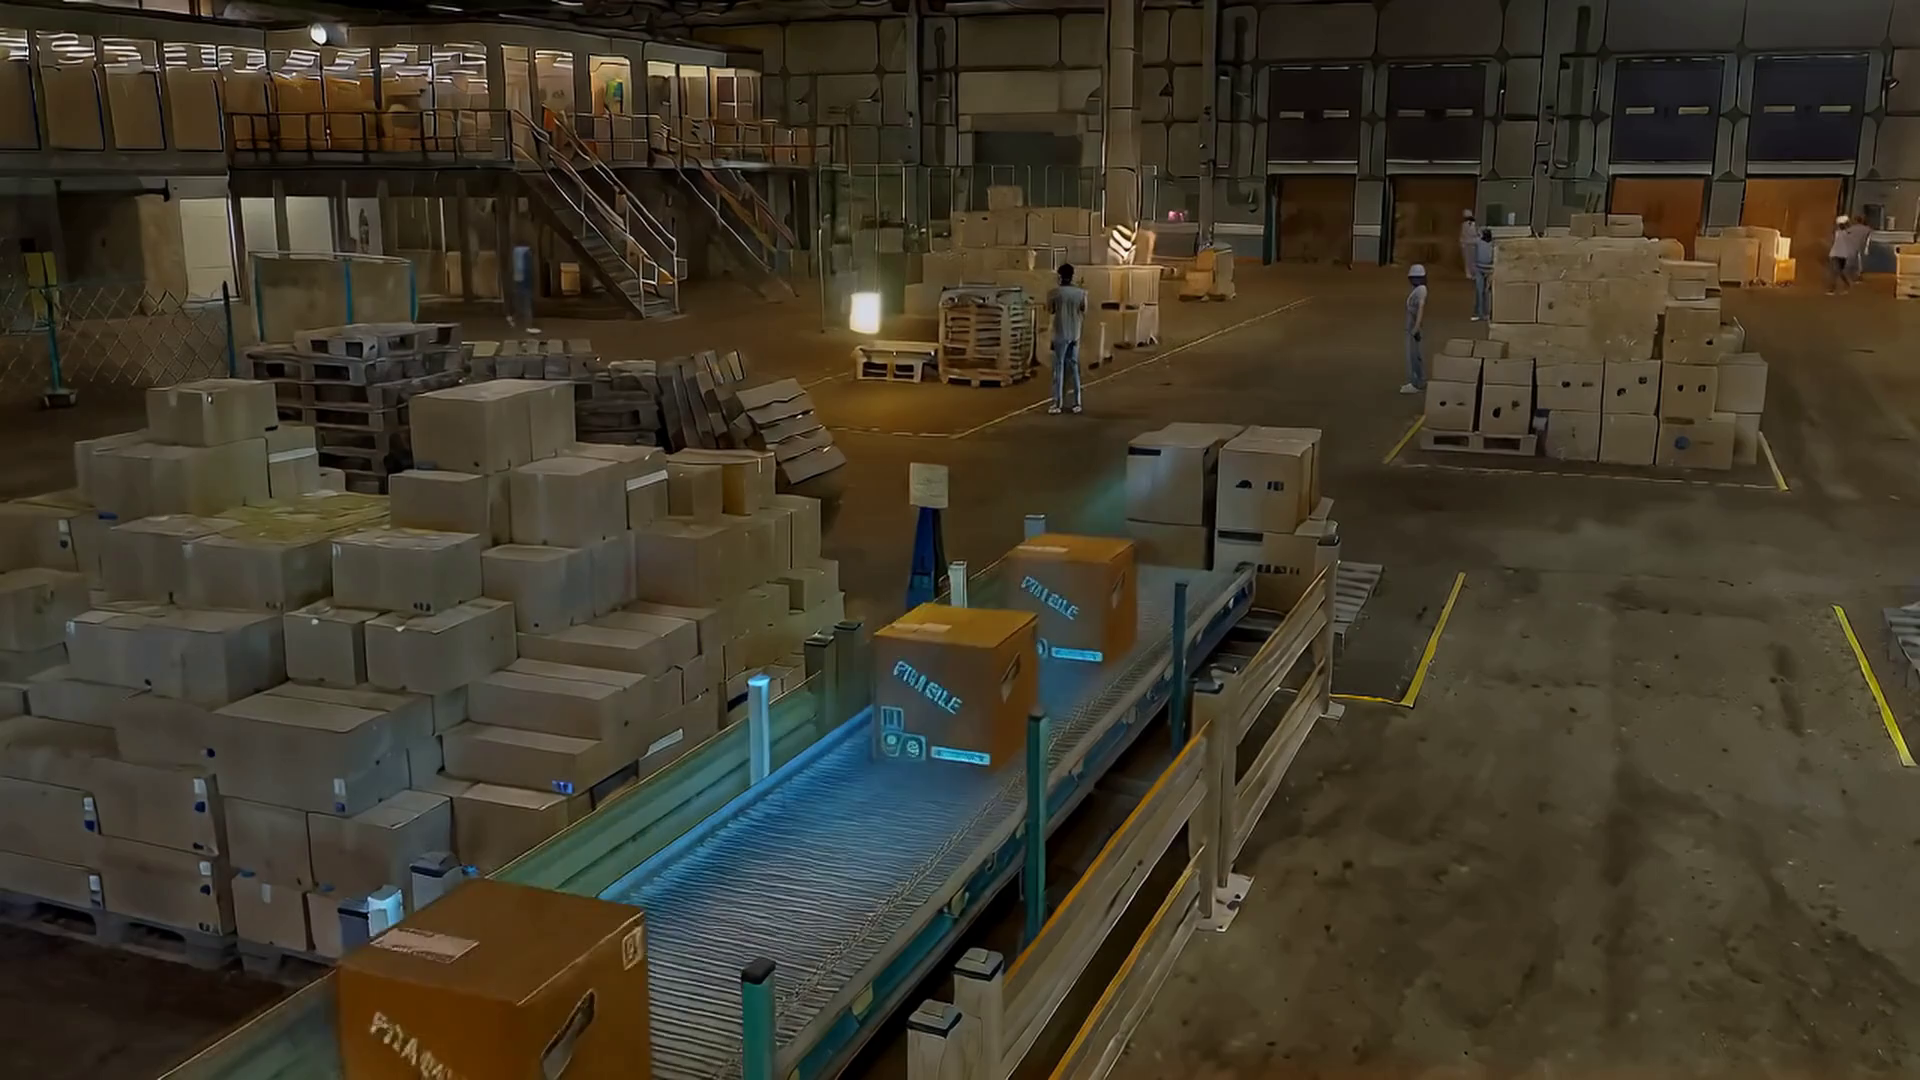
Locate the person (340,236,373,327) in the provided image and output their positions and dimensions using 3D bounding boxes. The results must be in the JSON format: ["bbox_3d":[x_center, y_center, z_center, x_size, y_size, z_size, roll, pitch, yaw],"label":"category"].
[{"bbox_3d":[-10.978,-4.639,30.417,0.906,1.806,0.543,-5,13,-20],"label":"person"}]

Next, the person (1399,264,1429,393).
[{"bbox_3d":[6.193,-2.871,22.638,0.294,1.744,0.485,2,13,7],"label":"person"}]

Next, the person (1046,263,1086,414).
[{"bbox_3d":[1.321,-2.505,20.724,0.519,1.865,0.326,-3,13,-13],"label":"person"}]

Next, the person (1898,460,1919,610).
[{"bbox_3d":[6.668,-0.332,11.100,0.500,1.817,0.592,5,14,22],"label":"person"}]

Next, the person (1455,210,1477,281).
[{"bbox_3d":[13.806,-8.052,45.462,0.668,1.917,0.629,11,16,40],"label":"person"}]

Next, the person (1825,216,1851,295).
[{"bbox_3d":[21.144,-6.829,40.010,0.480,1.913,0.602,-2,13,-9],"label":"person"}]

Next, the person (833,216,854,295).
[{"bbox_3d":[-2.819,-6.863,40.176,0.541,1.912,0.594,0,13,1],"label":"person"}]

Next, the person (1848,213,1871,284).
[{"bbox_3d":[23.815,-7.712,44.080,0.516,1.865,0.325,7,15,30],"label":"person"}]

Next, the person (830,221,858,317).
[{"bbox_3d":[-2.393,-5.641,34.547,0.617,1.968,0.677,3,13,12],"label":"person"}]

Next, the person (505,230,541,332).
[{"bbox_3d":[-8.173,-4.822,31.012,0.526,1.909,0.587,-8,15,-31],"label":"person"}]

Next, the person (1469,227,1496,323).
[{"bbox_3d":[10.462,-5.265,33.061,0.355,1.883,0.572,-8,15,-33],"label":"person"}]

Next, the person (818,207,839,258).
[{"bbox_3d":[-4.357,-10.539,56.928,0.972,1.789,0.630,1,13,3],"label":"person"}]
